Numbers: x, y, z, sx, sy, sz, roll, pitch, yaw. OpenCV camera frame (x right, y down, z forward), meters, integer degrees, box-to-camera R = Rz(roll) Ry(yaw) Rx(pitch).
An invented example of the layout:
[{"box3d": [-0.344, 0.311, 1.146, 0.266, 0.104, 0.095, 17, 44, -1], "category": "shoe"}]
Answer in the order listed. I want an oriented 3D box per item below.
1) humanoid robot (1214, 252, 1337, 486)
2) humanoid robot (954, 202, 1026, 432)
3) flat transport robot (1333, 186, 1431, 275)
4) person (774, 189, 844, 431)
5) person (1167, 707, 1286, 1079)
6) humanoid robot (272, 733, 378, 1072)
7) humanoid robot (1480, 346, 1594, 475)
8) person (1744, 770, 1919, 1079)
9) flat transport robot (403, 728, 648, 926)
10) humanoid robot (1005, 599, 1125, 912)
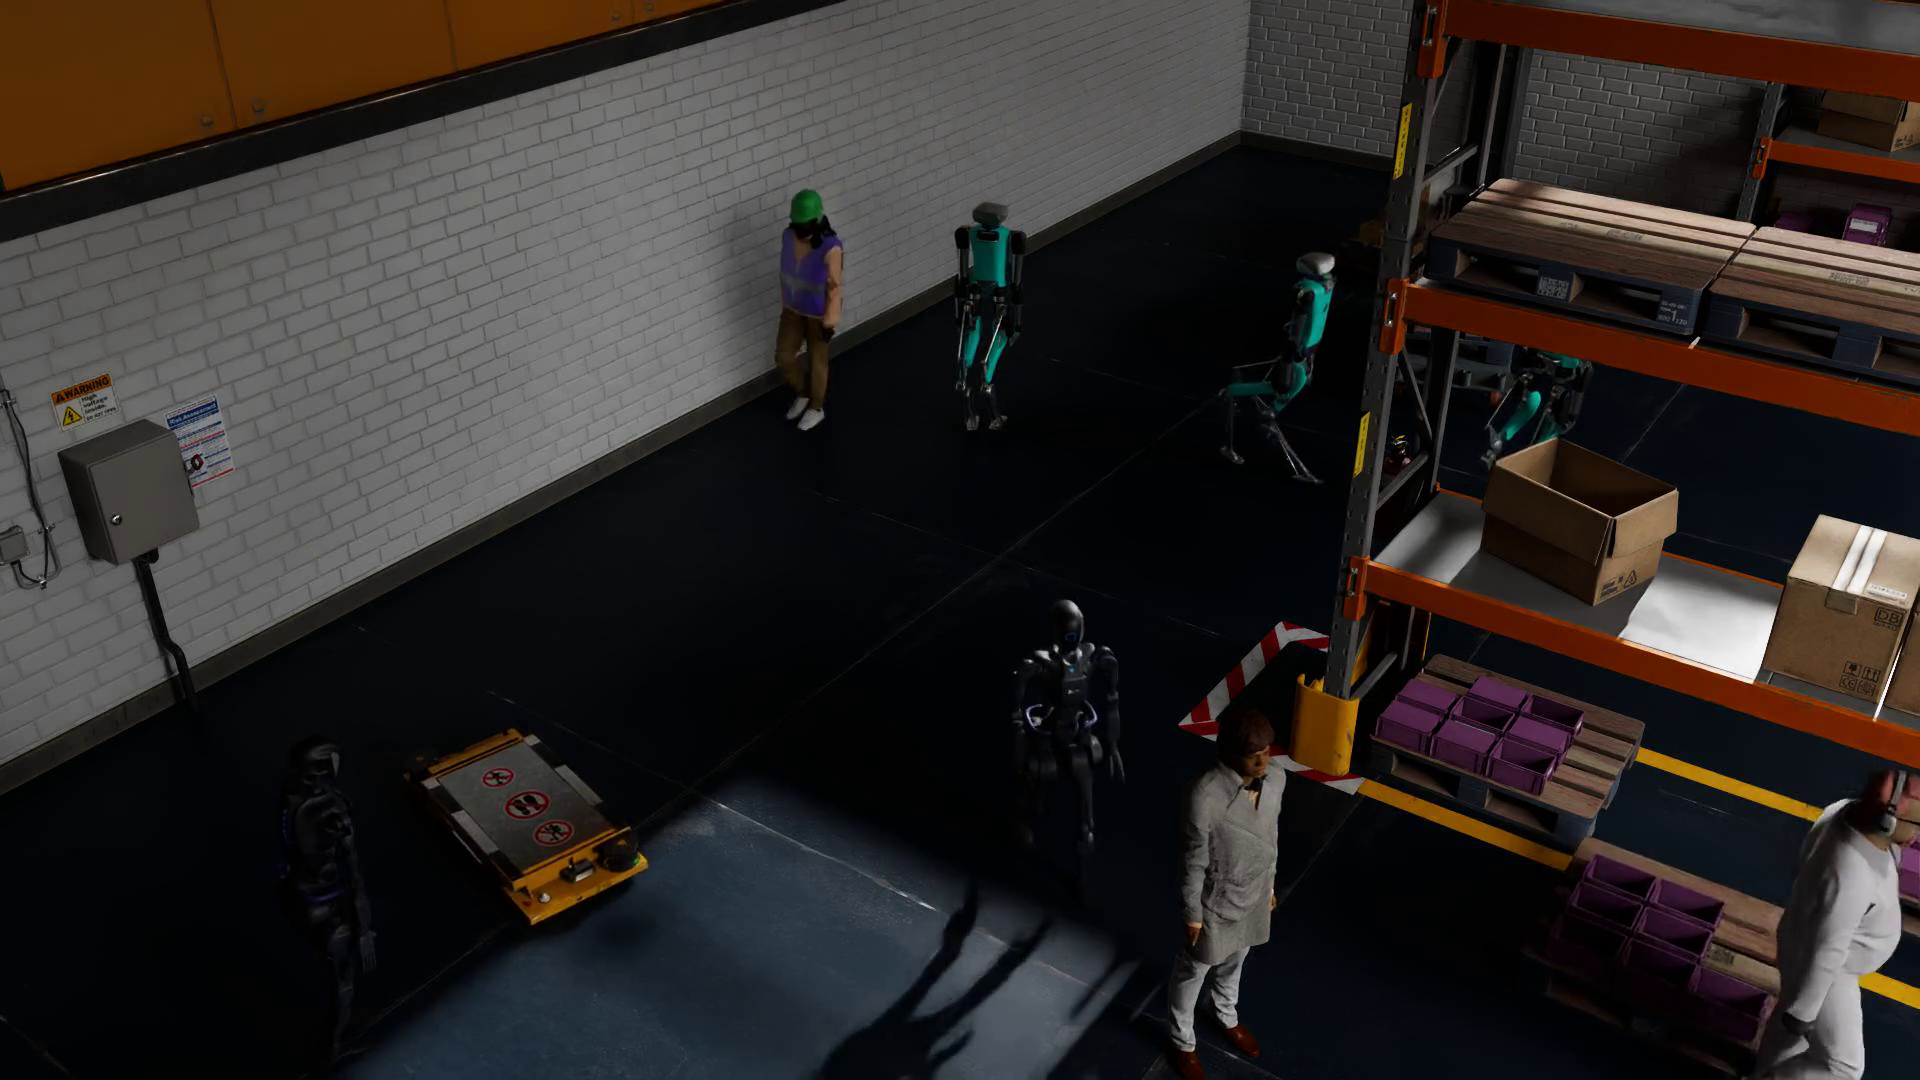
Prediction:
[{"box3d": [2.161, -1.226, 11.749, 1.025, 1.767, 0.534, 18, 34, 28], "category": "humanoid robot"}, {"box3d": [0.158, -1.564, 12.195, 0.532, 1.707, 0.698, 9, 31, 15], "category": "humanoid robot"}, {"box3d": [4.243, -2.538, 15.442, 0.659, 0.231, 1.431, -25, 38, -36], "category": "flat transport robot"}, {"box3d": [-1.116, -1.702, 12.348, 0.559, 1.903, 0.477, 16, 34, 25], "category": "person"}, {"box3d": [1.119, 1.472, 6.923, 0.503, 1.833, 0.364, -17, 34, -26], "category": "person"}, {"box3d": [-2.674, 1.513, 7.010, 0.609, 1.631, 0.370, 23, 37, 34], "category": "humanoid robot"}, {"box3d": [3.788, -0.830, 11.106, 0.729, 1.882, 0.540, -19, 35, -30], "category": "humanoid robot"}, {"box3d": [3.421, 1.667, 6.523, 0.424, 1.892, 0.658, 13, 32, 21], "category": "person"}, {"box3d": [-2.268, 1.416, 8.583, 0.659, 0.231, 1.431, -23, 37, -34], "category": "flat transport robot"}, {"box3d": [0.482, 0.954, 8.002, 0.589, 1.638, 0.690, -9, 31, -15], "category": "humanoid robot"}]
